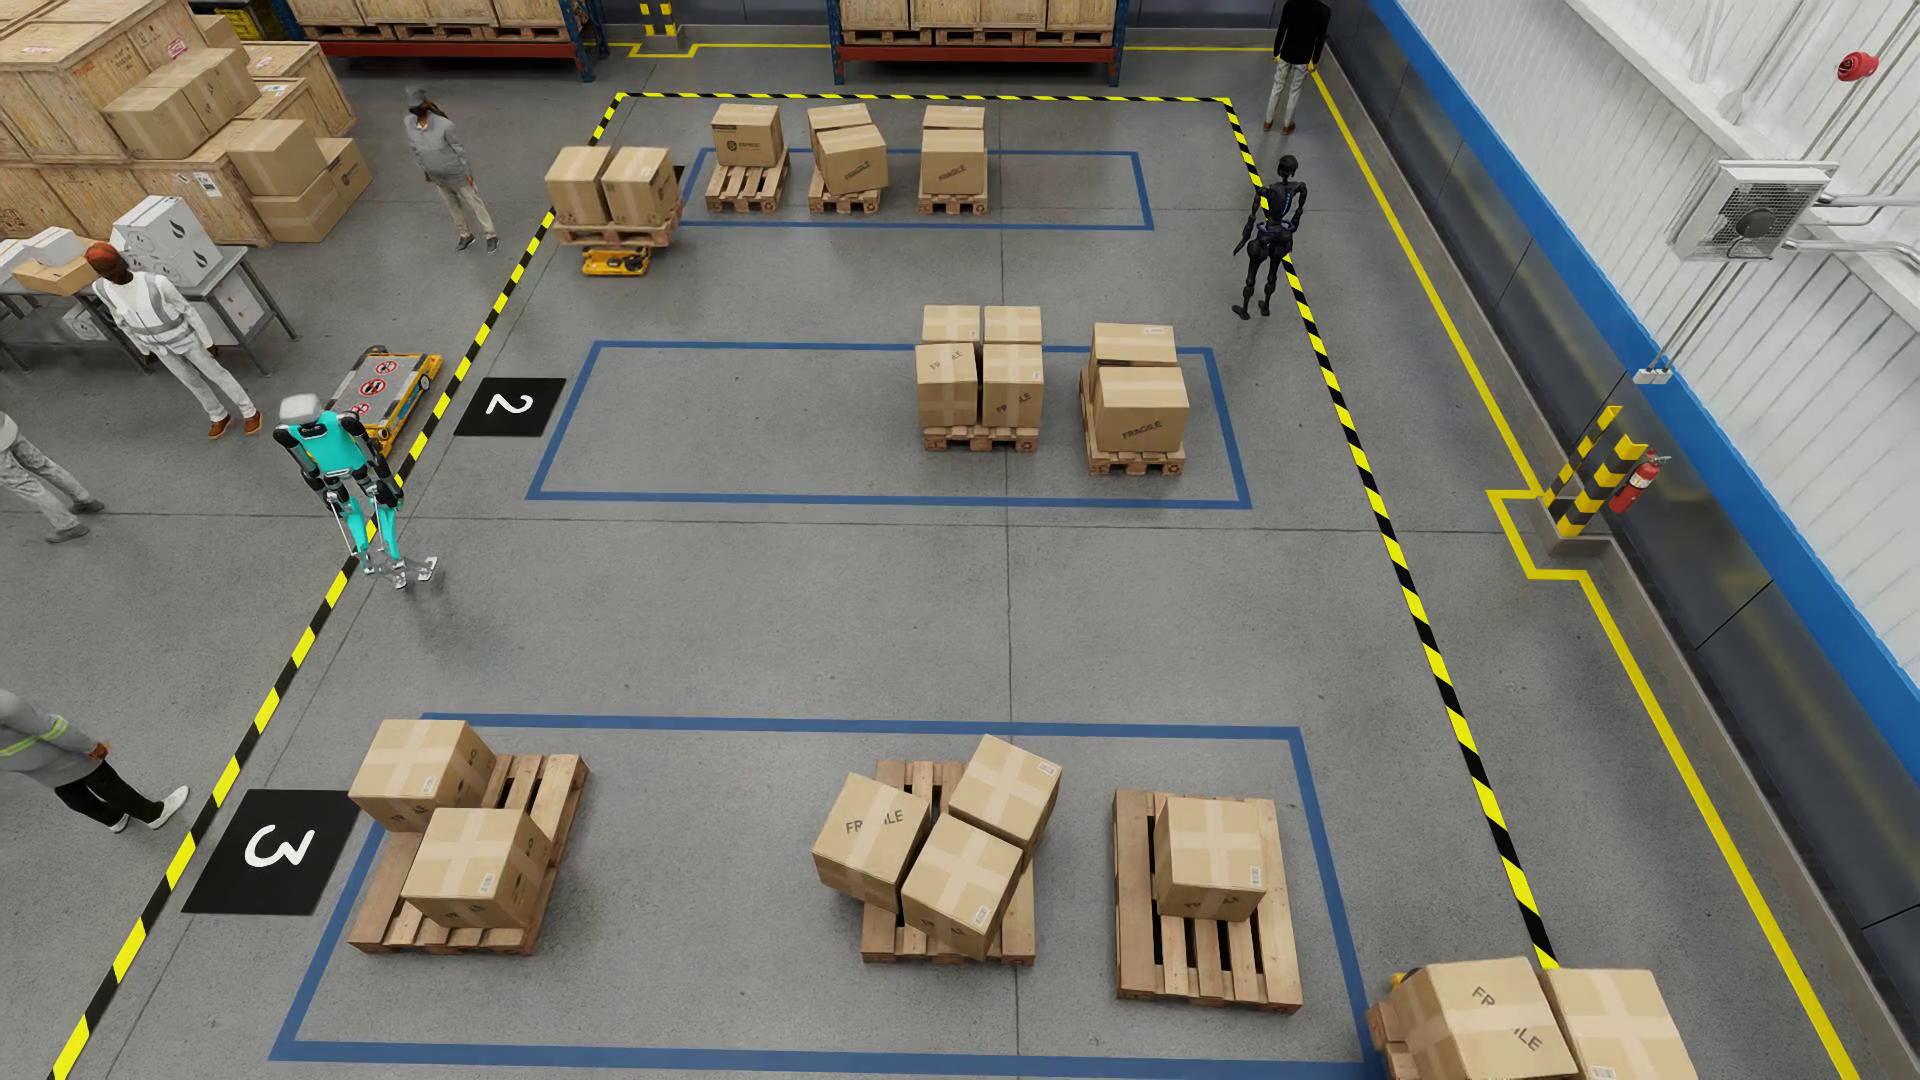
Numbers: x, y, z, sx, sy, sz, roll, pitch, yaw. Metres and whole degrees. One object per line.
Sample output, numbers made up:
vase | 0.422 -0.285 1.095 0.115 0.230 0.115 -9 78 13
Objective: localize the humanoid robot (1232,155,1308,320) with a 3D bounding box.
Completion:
humanoid robot | 3.000 -2.925 8.910 0.599 1.655 0.315 -8 50 -7

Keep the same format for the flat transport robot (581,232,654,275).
flat transport robot | -3.730 -3.454 10.271 0.652 0.197 1.431 1 50 1

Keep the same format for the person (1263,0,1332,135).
person | 4.189 -6.034 11.415 0.591 1.883 0.368 22 53 18

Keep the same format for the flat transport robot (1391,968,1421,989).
flat transport robot | 2.815 3.025 4.789 0.652 0.197 1.431 1 50 0

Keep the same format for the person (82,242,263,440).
person | -6.592 -1.642 7.697 0.586 1.883 0.343 -7 50 -6

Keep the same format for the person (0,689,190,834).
person | -5.335 1.181 5.330 0.599 1.850 0.386 -2 50 -2

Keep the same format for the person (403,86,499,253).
person | -5.400 -3.896 9.679 0.572 1.768 0.399 5 50 4

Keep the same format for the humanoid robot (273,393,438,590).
humanoid robot | -4.268 -0.202 6.485 0.533 1.681 0.735 -12 51 -10

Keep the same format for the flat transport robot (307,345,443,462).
flat transport robot | -5.383 -1.269 8.441 0.659 0.231 1.431 1 50 1

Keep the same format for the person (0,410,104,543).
person | -7.368 -0.750 6.910 0.414 1.940 0.606 -10 51 -9
